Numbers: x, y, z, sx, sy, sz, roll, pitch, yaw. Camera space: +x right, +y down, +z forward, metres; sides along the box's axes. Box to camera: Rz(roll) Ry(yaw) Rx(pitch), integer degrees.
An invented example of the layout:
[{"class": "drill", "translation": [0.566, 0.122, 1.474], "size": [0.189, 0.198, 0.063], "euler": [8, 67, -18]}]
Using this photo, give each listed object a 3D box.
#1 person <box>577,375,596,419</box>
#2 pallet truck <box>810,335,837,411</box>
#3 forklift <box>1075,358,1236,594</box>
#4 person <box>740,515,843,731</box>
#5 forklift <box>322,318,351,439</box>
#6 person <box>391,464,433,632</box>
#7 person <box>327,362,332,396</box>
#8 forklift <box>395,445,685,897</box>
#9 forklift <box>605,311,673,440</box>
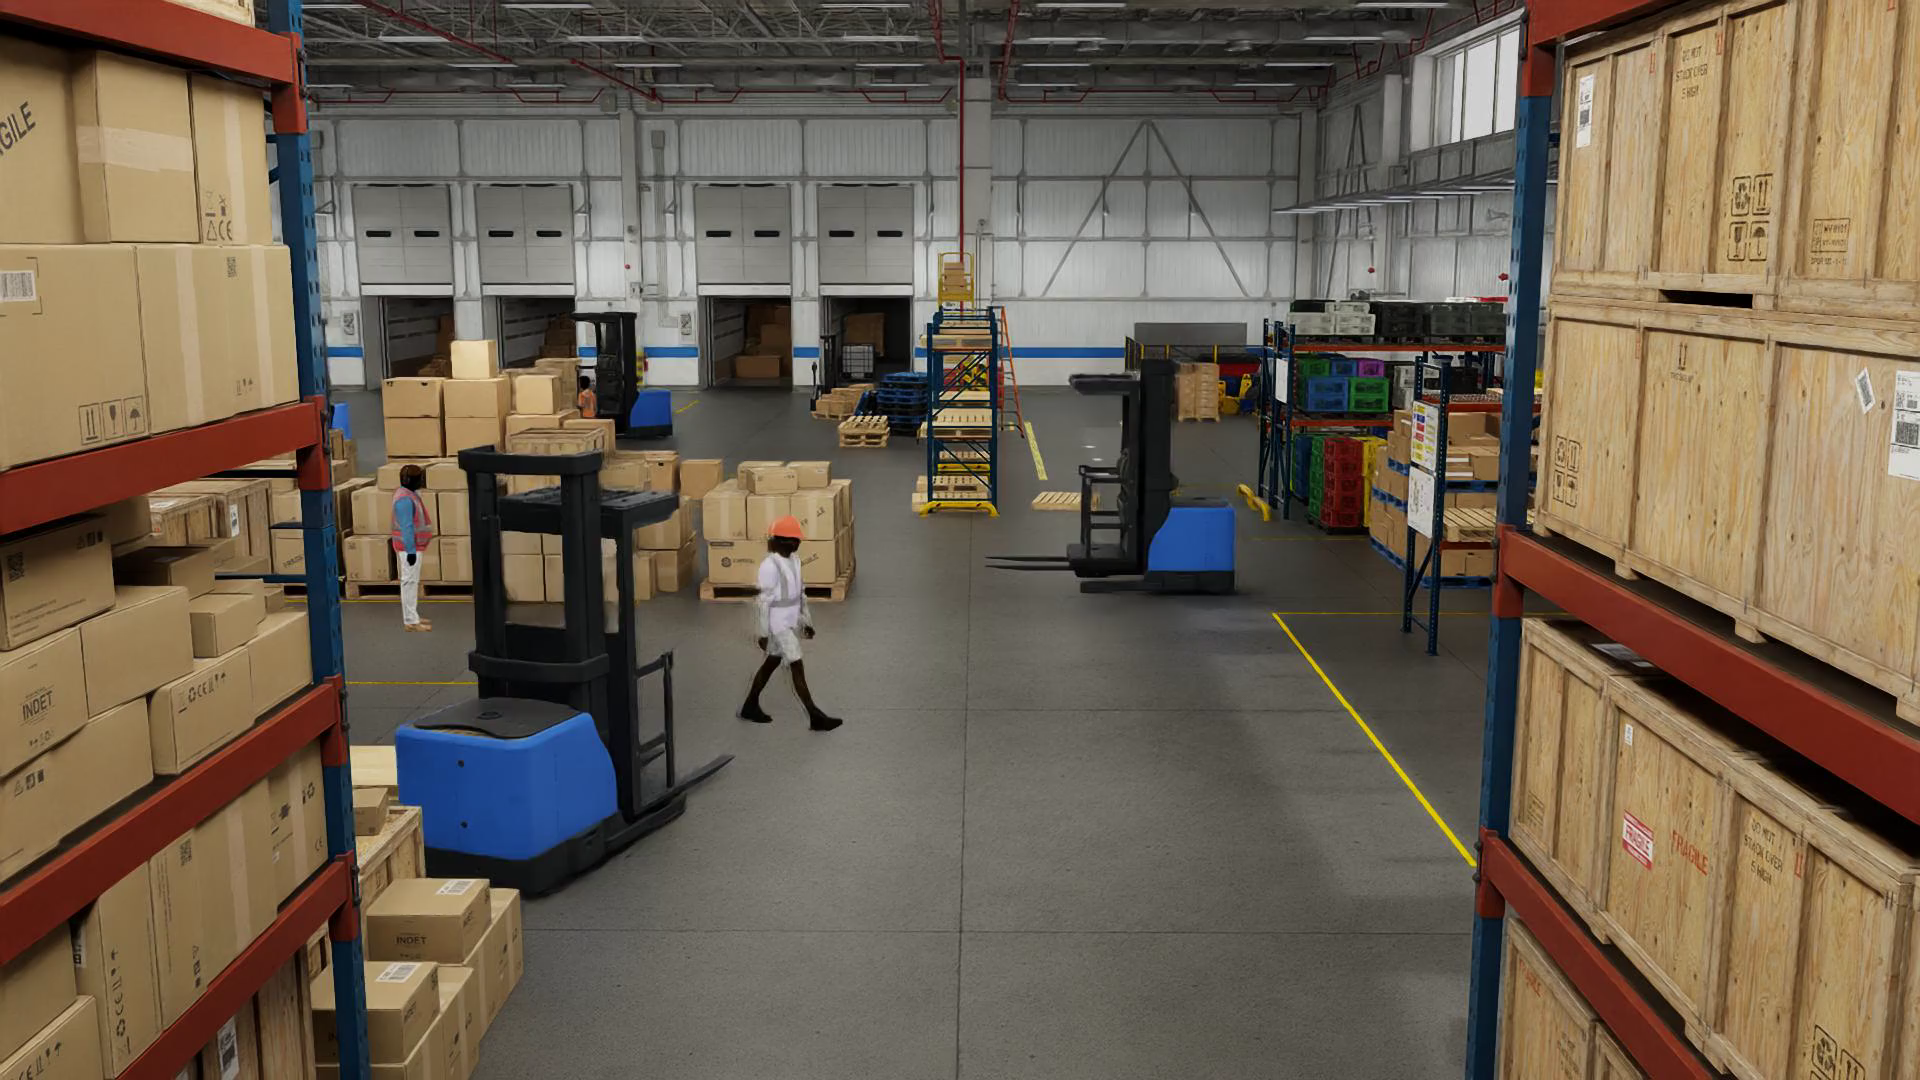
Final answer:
[{"class": "person", "translation": [-7.542, -2.455, 33.313], "size": [0.498, 1.681, 0.539], "euler": [1, 10, 7]}, {"class": "pallet truck", "translation": [-3.021, -4.312, 43.126], "size": [1.885, 1.965, 0.823], "euler": [3, 10, 17]}, {"class": "forklift", "translation": [2.393, -0.804, 20.338], "size": [1.873, 2.768, 1.129], "euler": [0, 10, 1]}, {"class": "person", "translation": [-1.513, 0.714, 14.471], "size": [1.014, 1.883, 0.567], "euler": [3, 10, 18]}, {"class": "forklift", "translation": [-13.005, -3.008, 33.057], "size": [1.129, 2.768, 1.873], "euler": [0, 10, 1]}, {"class": "person", "translation": [-5.994, 0.084, 18.226], "size": [0.430, 1.839, 0.625], "euler": [-3, 10, -15]}, {"class": "person", "translation": [-15.039, -3.579, 39.068], "size": [0.545, 1.938, 0.361], "euler": [-4, 11, -22]}, {"class": "forklift", "translation": [-2.872, 0.762, 11.305], "size": [1.129, 2.768, 1.873], "euler": [4, 11, 21]}, {"class": "forklift", "translation": [-7.424, -3.634, 36.666], "size": [1.873, 2.768, 1.129], "euler": [-7, 12, -36]}]
